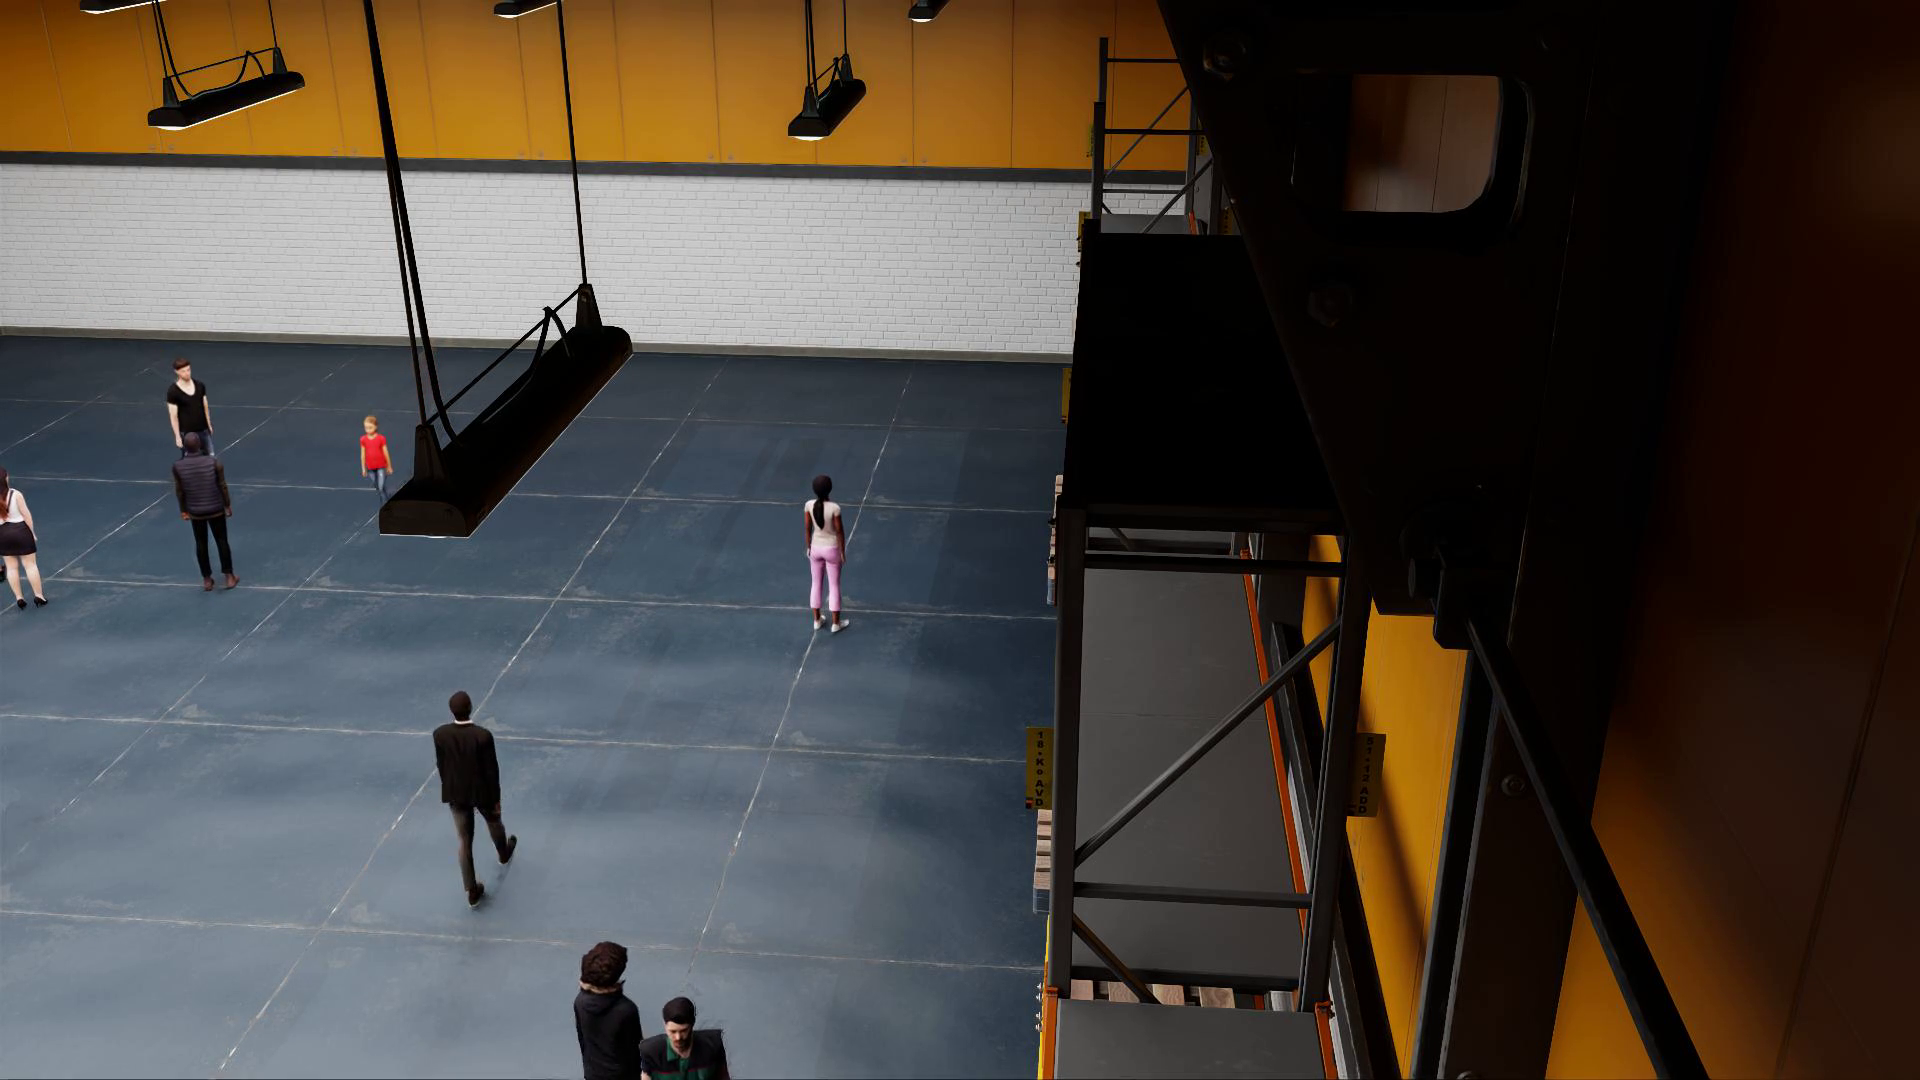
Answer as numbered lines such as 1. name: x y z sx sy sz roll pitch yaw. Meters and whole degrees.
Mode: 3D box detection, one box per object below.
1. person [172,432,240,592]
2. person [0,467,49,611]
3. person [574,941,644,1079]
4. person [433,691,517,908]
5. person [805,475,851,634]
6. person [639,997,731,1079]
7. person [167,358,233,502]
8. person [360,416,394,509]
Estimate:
1. person: -8.376 -0.326 18.461 0.755 1.834 0.688 -6 24 -13
2. person: -10.240 -0.027 18.008 0.619 1.650 0.617 -7 25 -15
3. person: -2.165 3.296 10.258 0.675 1.768 0.759 6 24 12
4. person: -3.871 2.063 13.079 0.691 1.768 1.061 1 24 1
5. person: -1.421 0.131 17.531 0.635 1.742 0.594 8 25 19
6. person: -1.582 3.410 9.859 0.768 1.879 0.760 -4 24 -8
7. person: -9.657 -1.371 20.833 1.227 1.849 1.263 19 30 37
8. person: -7.168 -0.924 20.503 0.555 1.294 0.900 0 24 0
